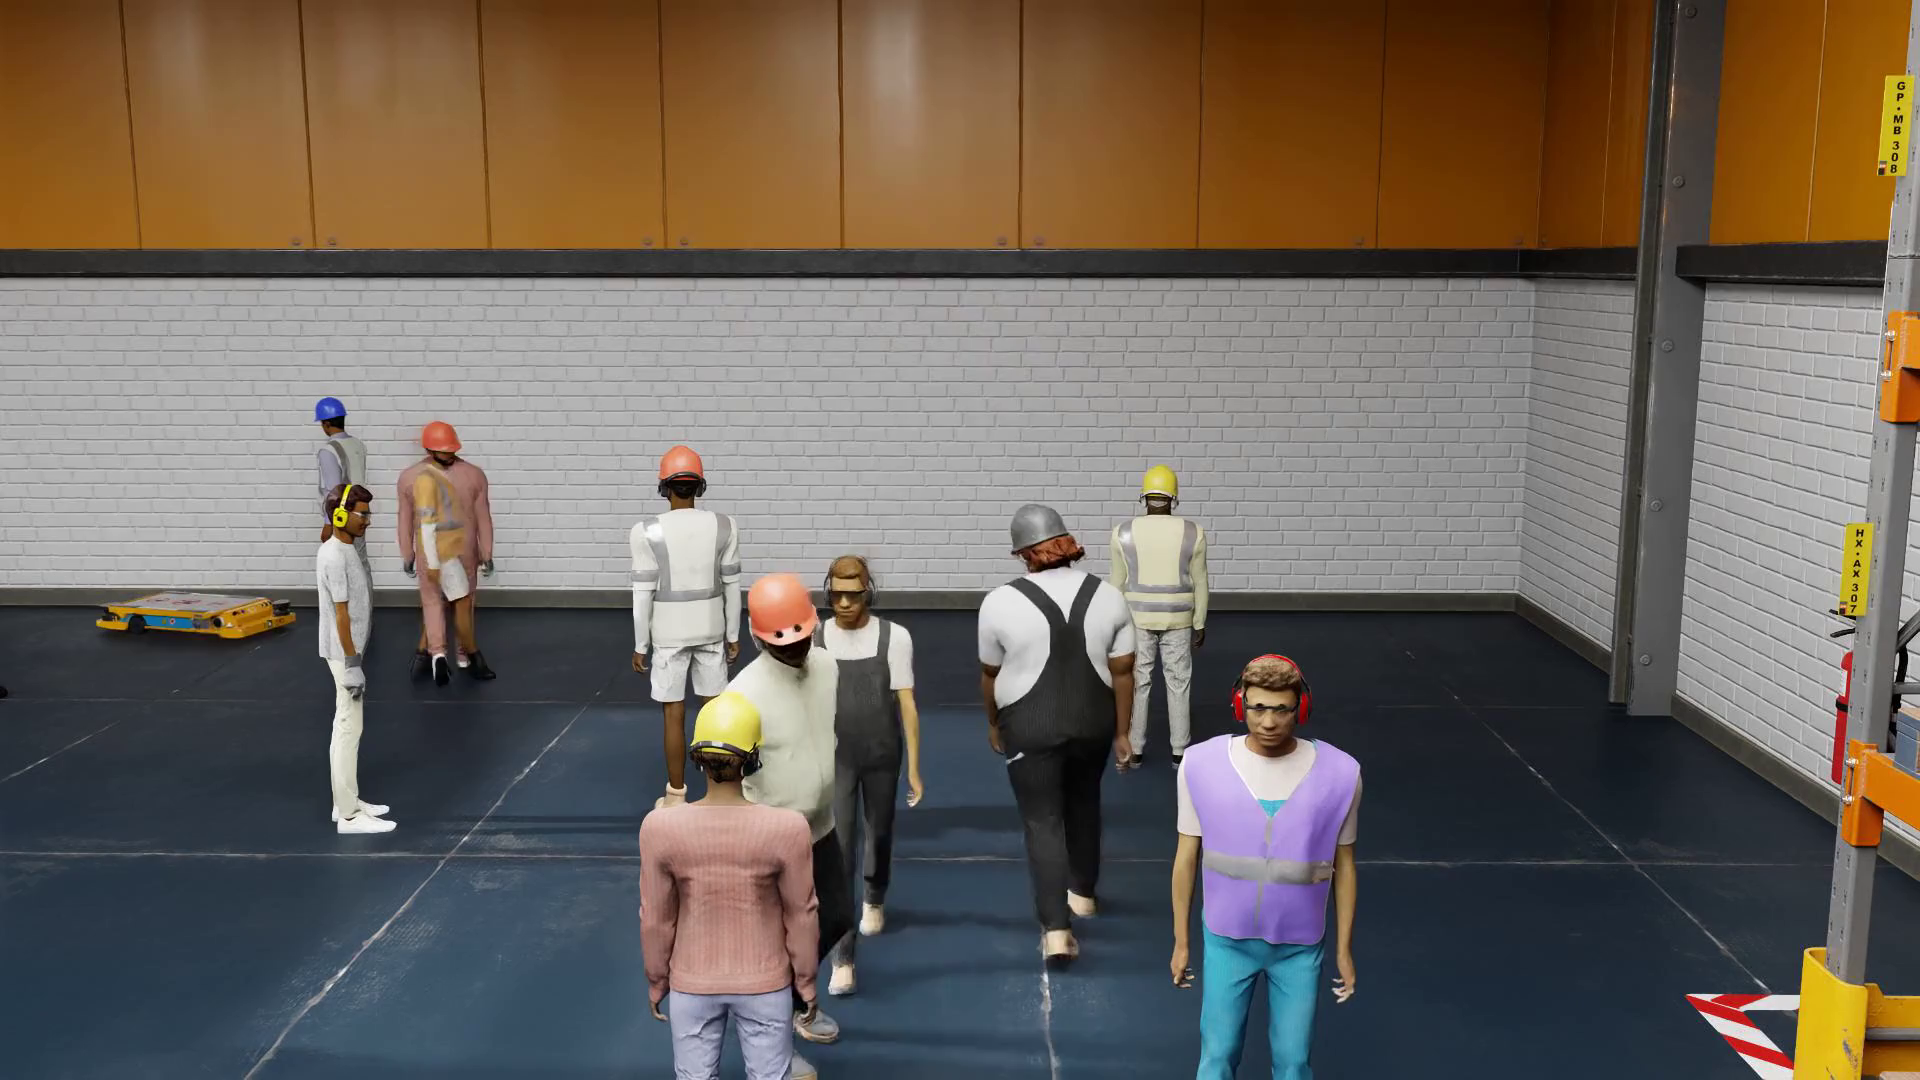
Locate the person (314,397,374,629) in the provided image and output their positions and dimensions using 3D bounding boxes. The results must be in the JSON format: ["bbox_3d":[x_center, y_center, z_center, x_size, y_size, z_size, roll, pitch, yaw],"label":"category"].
[{"bbox_3d":[-5.009,-0.186,13.484,0.404,1.939,0.614,1,10,6],"label":"person"}]

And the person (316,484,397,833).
[{"bbox_3d":[-3.237,0.626,8.857,0.327,1.865,0.519,-4,10,-23],"label":"person"}]

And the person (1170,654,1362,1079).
[{"bbox_3d":[0.947,1.246,5.202,0.570,1.840,0.373,1,10,8],"label":"person"}]

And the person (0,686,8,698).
[{"bbox_3d":[-6.878,0.170,11.352,0.546,1.942,0.346,-1,9,-4],"label":"person"}]

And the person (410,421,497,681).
[{"bbox_3d":[-3.711,0.081,12.014,0.655,1.897,0.633,-1,9,-3],"label":"person"}]

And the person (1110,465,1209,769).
[{"bbox_3d":[1.185,0.463,9.918,0.589,1.833,0.404,1,10,6],"label":"person"}]

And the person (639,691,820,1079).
[{"bbox_3d":[-0.682,1.321,4.982,0.533,1.768,0.310,0,9,1],"label":"person"}]

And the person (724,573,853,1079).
[{"bbox_3d":[-0.646,1.053,6.046,0.523,1.948,0.661,6,11,33],"label":"person"}]

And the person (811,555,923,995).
[{"bbox_3d":[-0.433,0.942,7.174,0.536,1.806,0.958,0,9,-3],"label":"person"}]

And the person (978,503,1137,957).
[{"bbox_3d":[0.423,0.790,7.343,0.689,2.000,0.864,-3,10,-17],"label":"person"}]

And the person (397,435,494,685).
[{"bbox_3d":[-3.720,0.090,12.053,0.657,1.880,0.860,-3,10,-19],"label":"person"}]

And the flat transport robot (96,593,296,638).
[{"bbox_3d":[-6.303,0.607,13.725,1.431,0.197,0.652,3,10,16],"label":"flat transport robot"}]

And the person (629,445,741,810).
[{"bbox_3d":[-1.490,0.507,9.027,0.611,2.042,0.395,-5,11,-26],"label":"person"}]
